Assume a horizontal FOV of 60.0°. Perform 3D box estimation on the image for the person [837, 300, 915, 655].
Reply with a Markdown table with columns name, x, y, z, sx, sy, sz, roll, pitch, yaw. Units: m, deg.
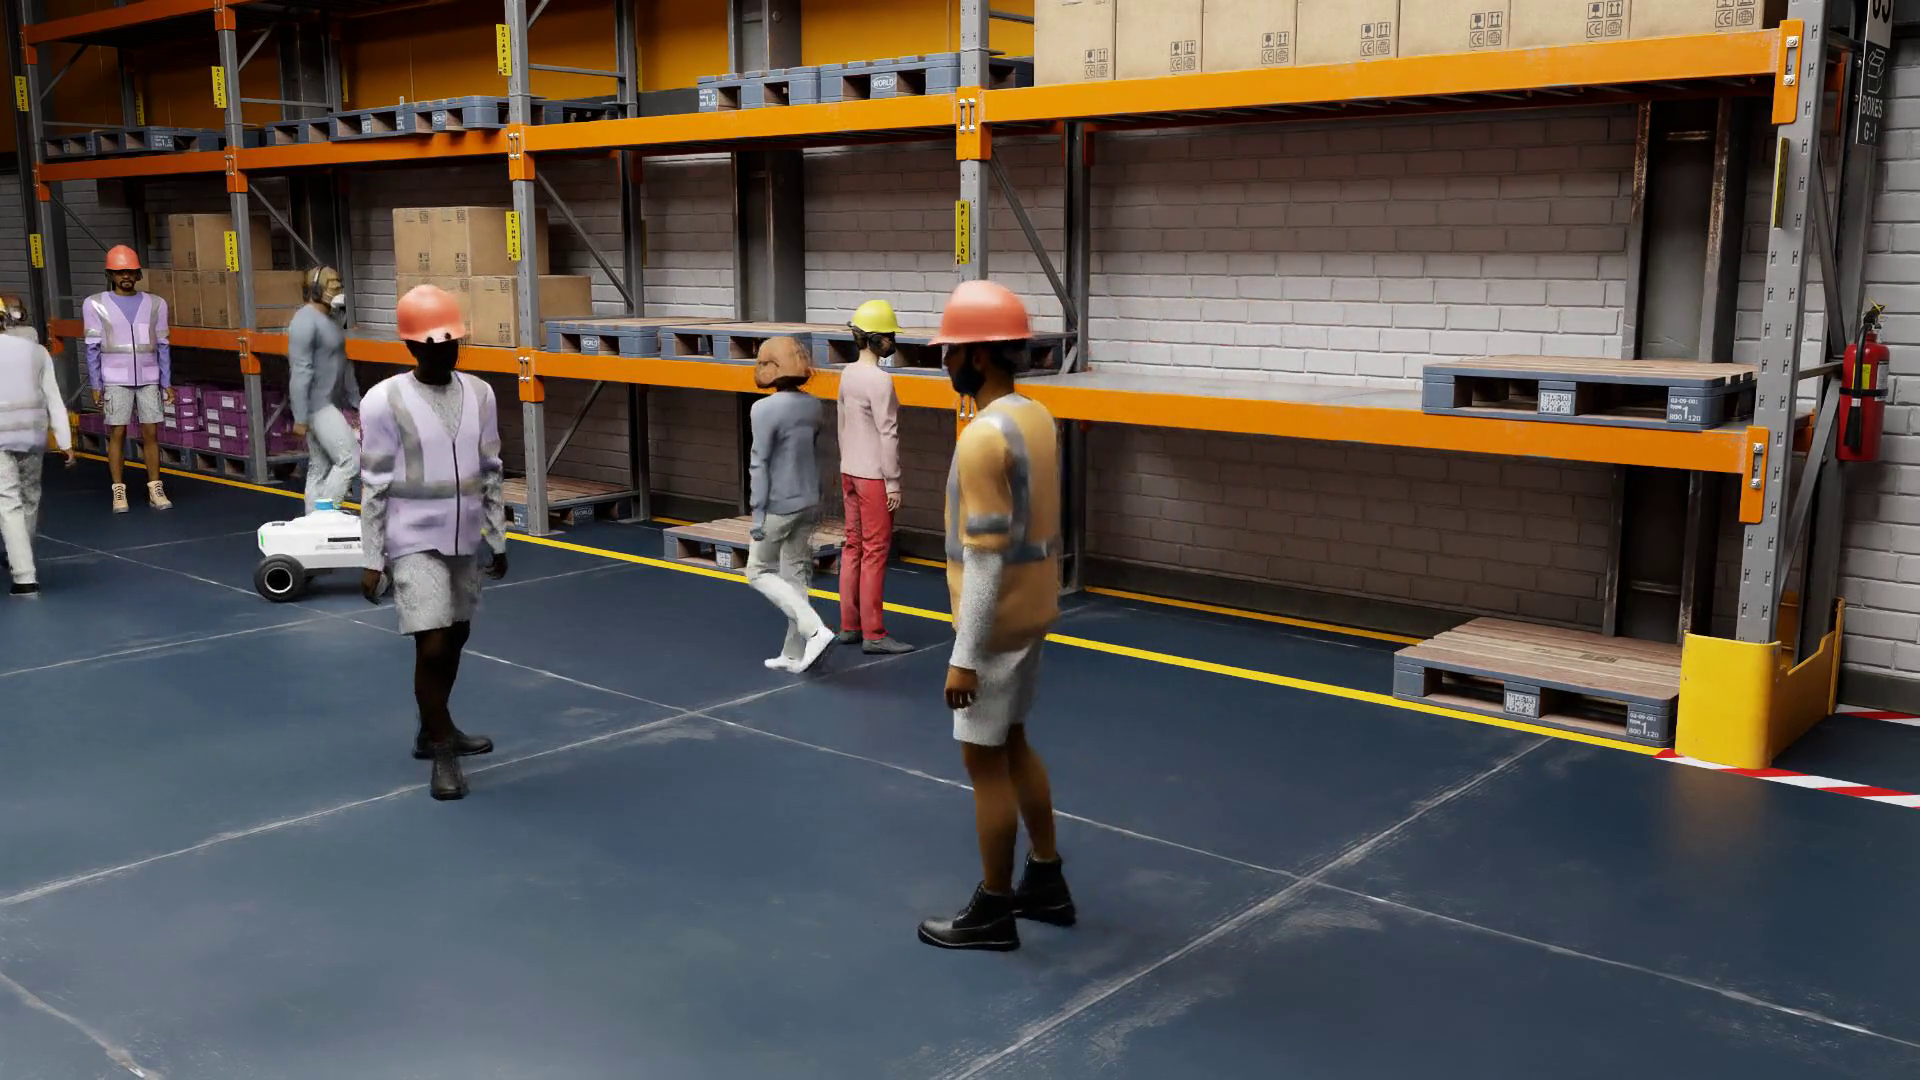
| name | x | y | z | sx | sy | sz | roll | pitch | yaw |
| --- | --- | --- | --- | --- | --- | --- | --- | --- | --- |
| person | -0.429 | -0.313 | 8.347 | 0.317 | 1.767 | 0.535 | -5 | 11 | -28 |

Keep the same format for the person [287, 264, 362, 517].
| name | x | y | z | sx | sy | sz | roll | pitch | yaw |
| --- | --- | --- | --- | --- | --- | --- | --- | --- | --- |
| person | -4.123 | -0.840 | 10.905 | 0.488 | 1.920 | 0.621 | -2 | 10 | -9 |

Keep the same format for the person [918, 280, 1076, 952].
| name | x | y | z | sx | sy | sz | roll | pitch | yaw |
| --- | --- | --- | --- | --- | --- | --- | --- | --- | --- |
| person | 0.086 | 0.227 | 4.791 | 0.375 | 1.935 | 0.555 | 4 | 11 | 19 |

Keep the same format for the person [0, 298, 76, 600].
| name | x | y | z | sx | sy | sz | roll | pitch | yaw |
| --- | --- | --- | --- | --- | --- | --- | --- | --- | --- |
| person | -5.636 | -0.570 | 9.756 | 0.907 | 1.781 | 0.638 | 8 | 13 | 37 |

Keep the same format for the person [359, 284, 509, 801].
| name | x | y | z | sx | sy | sz | roll | pitch | yaw |
| --- | --- | --- | --- | --- | --- | --- | --- | --- | --- |
| person | -1.984 | -0.007 | 6.283 | 0.623 | 1.900 | 0.609 | 8 | 12 | 37 |

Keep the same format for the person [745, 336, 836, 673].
| name | x | y | z | sx | sy | sz | roll | pitch | yaw |
| --- | --- | --- | --- | --- | --- | --- | --- | --- | --- |
| person | -0.784 | -0.143 | 7.793 | 0.421 | 1.617 | 0.516 | 6 | 12 | 32 |

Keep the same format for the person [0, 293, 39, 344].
| name | x | y | z | sx | sy | sz | roll | pitch | yaw |
| --- | --- | --- | --- | --- | --- | --- | --- | --- | --- |
| person | -8.323 | -1.359 | 14.668 | 0.342 | 1.620 | 0.510 | 6 | 12 | 30 |

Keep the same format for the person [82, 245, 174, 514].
| name | x | y | z | sx | sy | sz | roll | pitch | yaw |
| --- | --- | --- | --- | --- | --- | --- | --- | --- | --- |
| person | -6.358 | -1.230 | 12.776 | 0.608 | 2.044 | 0.371 | -8 | 13 | -39 |

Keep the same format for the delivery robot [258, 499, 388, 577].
| name | x | y | z | sx | sy | sz | roll | pitch | yaw |
| --- | --- | --- | --- | --- | --- | --- | --- | --- | --- |
| delivery robot | -3.703 | 0.003 | 9.726 | 0.707 | 0.478 | 0.477 | -2 | 10 | -12 |
